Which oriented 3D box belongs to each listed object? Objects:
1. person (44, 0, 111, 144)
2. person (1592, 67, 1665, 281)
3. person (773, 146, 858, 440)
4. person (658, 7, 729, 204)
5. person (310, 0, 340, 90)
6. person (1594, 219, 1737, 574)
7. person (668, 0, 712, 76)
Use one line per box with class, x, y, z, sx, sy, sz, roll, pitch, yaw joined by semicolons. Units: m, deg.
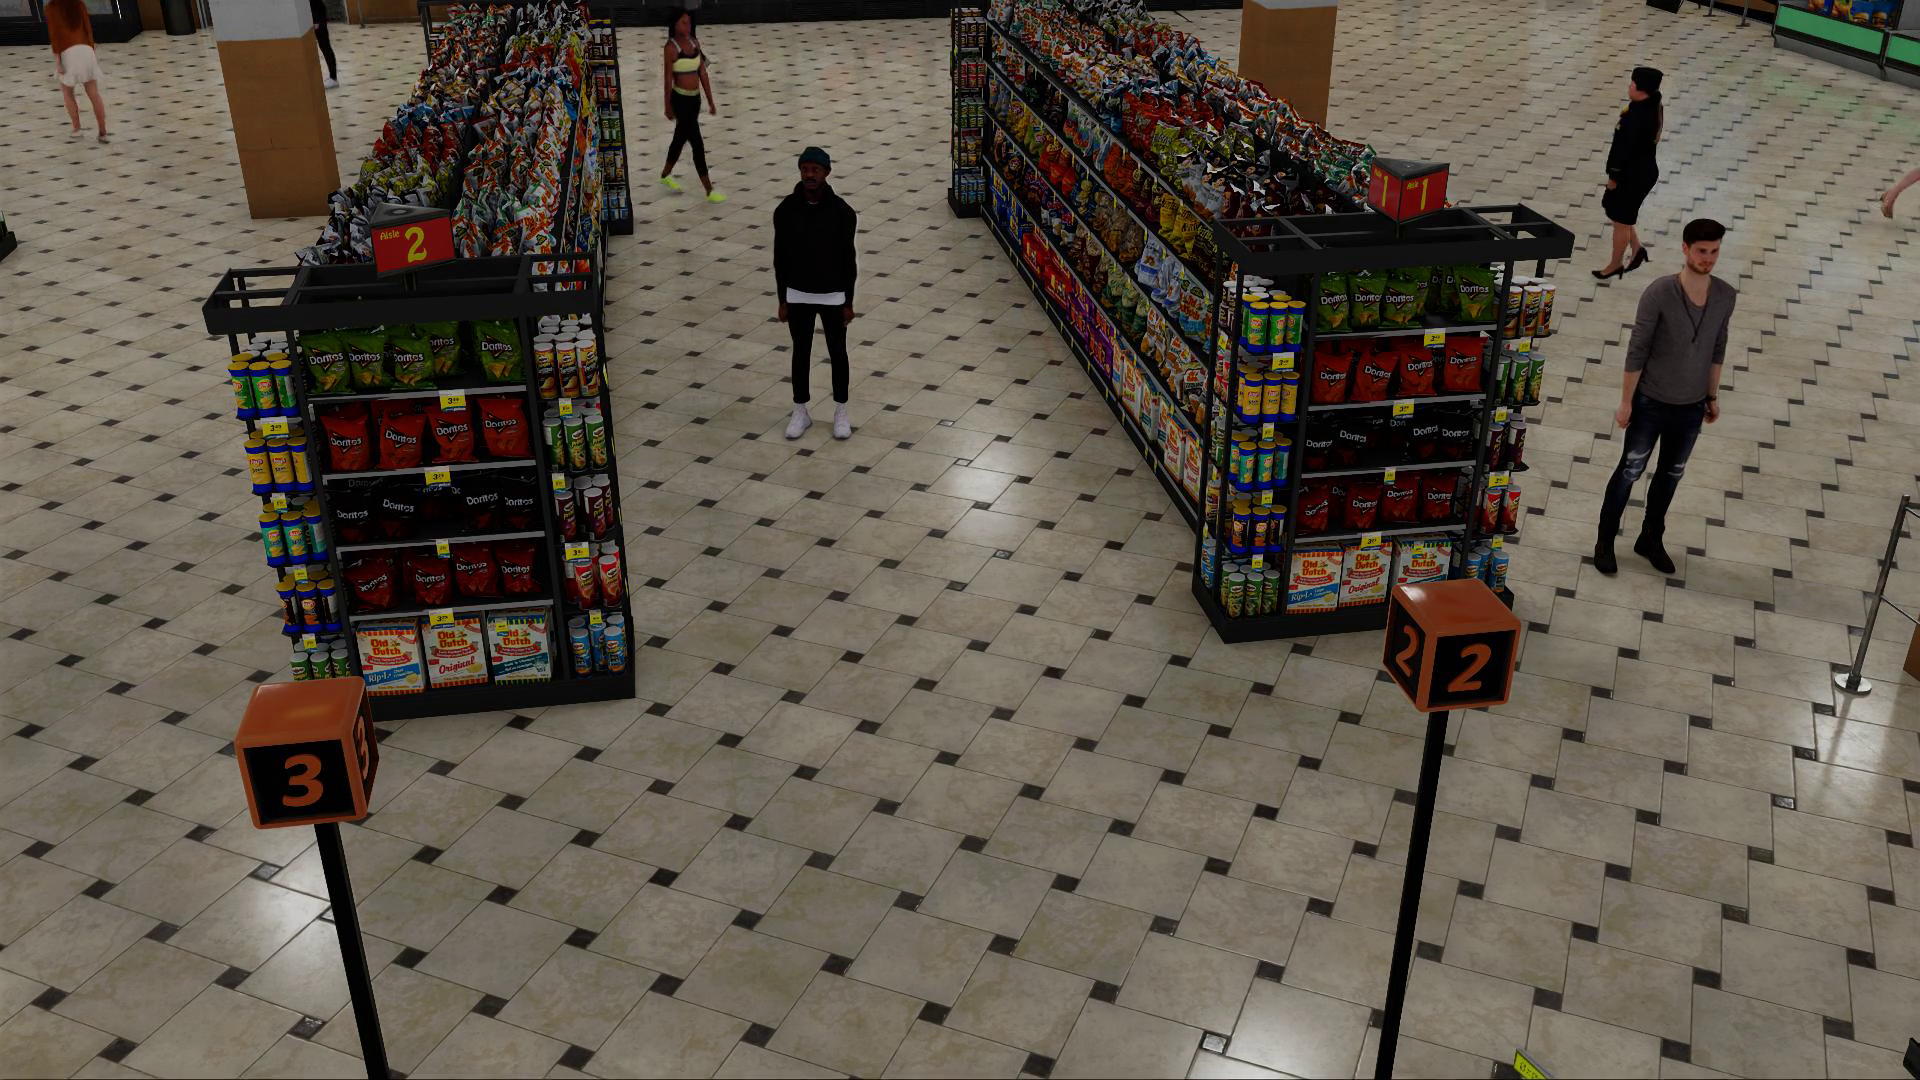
person;-9.032;-4.930;17.087;0.911;1.699;0.835;23;35;38
person;5.295;-2.809;12.942;0.915;1.665;0.860;19;33;33
person;-0.877;-1.518;10.227;0.719;1.819;0.657;1;27;2
person;-2.554;-3.943;15.142;1.174;1.698;1.089;19;33;33
person;-7.510;-6.144;19.510;0.903;1.672;0.958;19;32;32
person;3.656;-0.736;8.592;0.710;1.903;0.565;-3;27;-5
person;-3.199;-6.404;19.825;0.987;1.851;0.948;12;29;22
